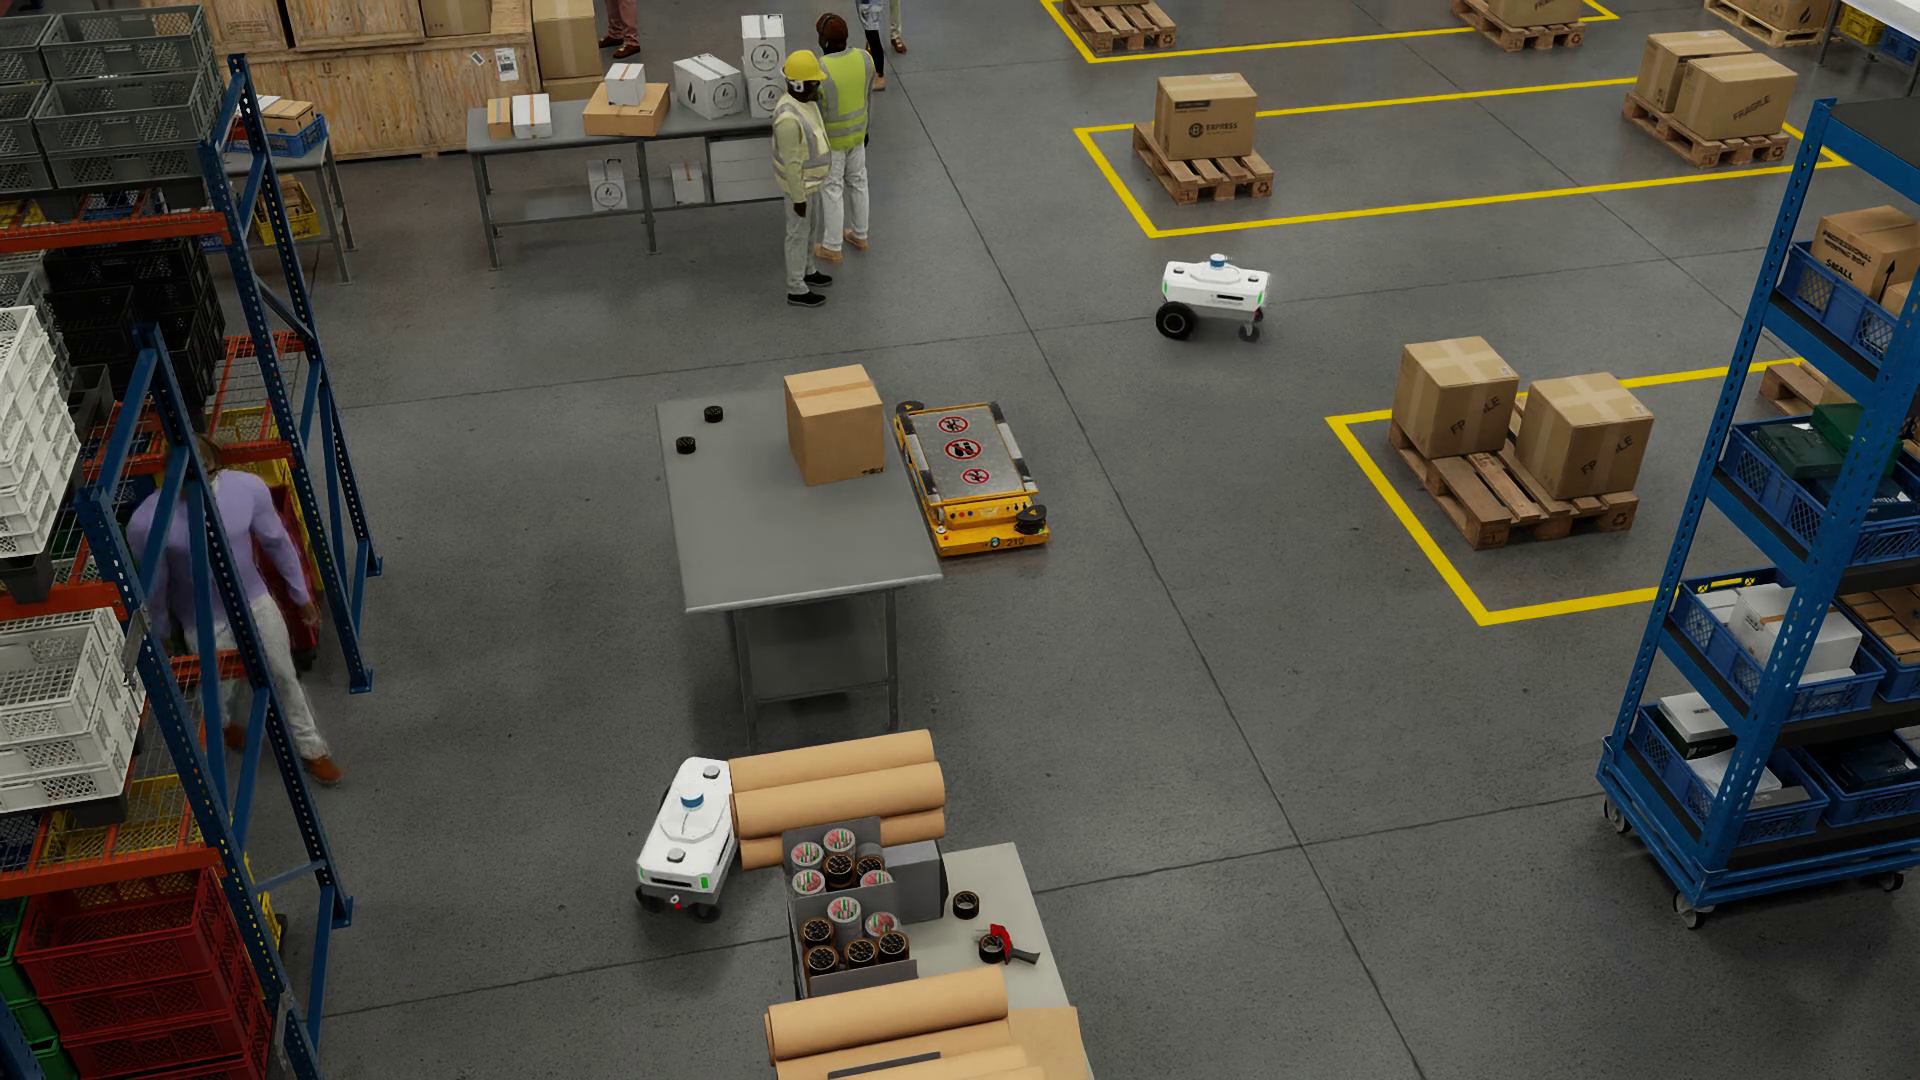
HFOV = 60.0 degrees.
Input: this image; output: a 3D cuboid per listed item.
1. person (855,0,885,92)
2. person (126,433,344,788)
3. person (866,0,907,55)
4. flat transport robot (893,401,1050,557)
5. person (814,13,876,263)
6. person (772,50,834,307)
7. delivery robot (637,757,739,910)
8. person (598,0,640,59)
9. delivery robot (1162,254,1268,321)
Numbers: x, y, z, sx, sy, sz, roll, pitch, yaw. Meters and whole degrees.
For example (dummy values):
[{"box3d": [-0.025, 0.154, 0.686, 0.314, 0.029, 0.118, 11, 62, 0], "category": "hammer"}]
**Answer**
[{"box3d": [-0.848, -4.889, 14.925, 0.323, 1.691, 0.536, -5, 37, -7], "category": "person"}, {"box3d": [-3.374, 0.332, 7.737, 0.870, 1.900, 0.674, 29, 46, 33], "category": "person"}, {"box3d": [-0.712, -5.468, 15.564, 0.515, 1.862, 0.353, -11, 38, -15], "category": "person"}, {"box3d": [0.046, -0.430, 10.108, 0.652, 0.197, 1.431, -8, 37, -10], "category": "flat transport robot"}, {"box3d": [-0.903, -2.938, 12.175, 0.627, 1.842, 0.429, -30, 46, -34], "category": "person"}, {"box3d": [-1.091, -2.536, 11.652, 0.403, 1.824, 0.597, 4, 37, 6], "category": "person"}, {"box3d": [-1.185, 1.301, 7.470, 0.477, 0.478, 0.707, 6, 37, 8], "category": "delivery robot"}, {"box3d": [-3.306, -5.502, 15.570, 0.403, 1.904, 0.637, -24, 43, -29], "category": "person"}, {"box3d": [1.774, -1.753, 11.575, 0.707, 0.478, 0.477, 8, 37, 11], "category": "delivery robot"}]
